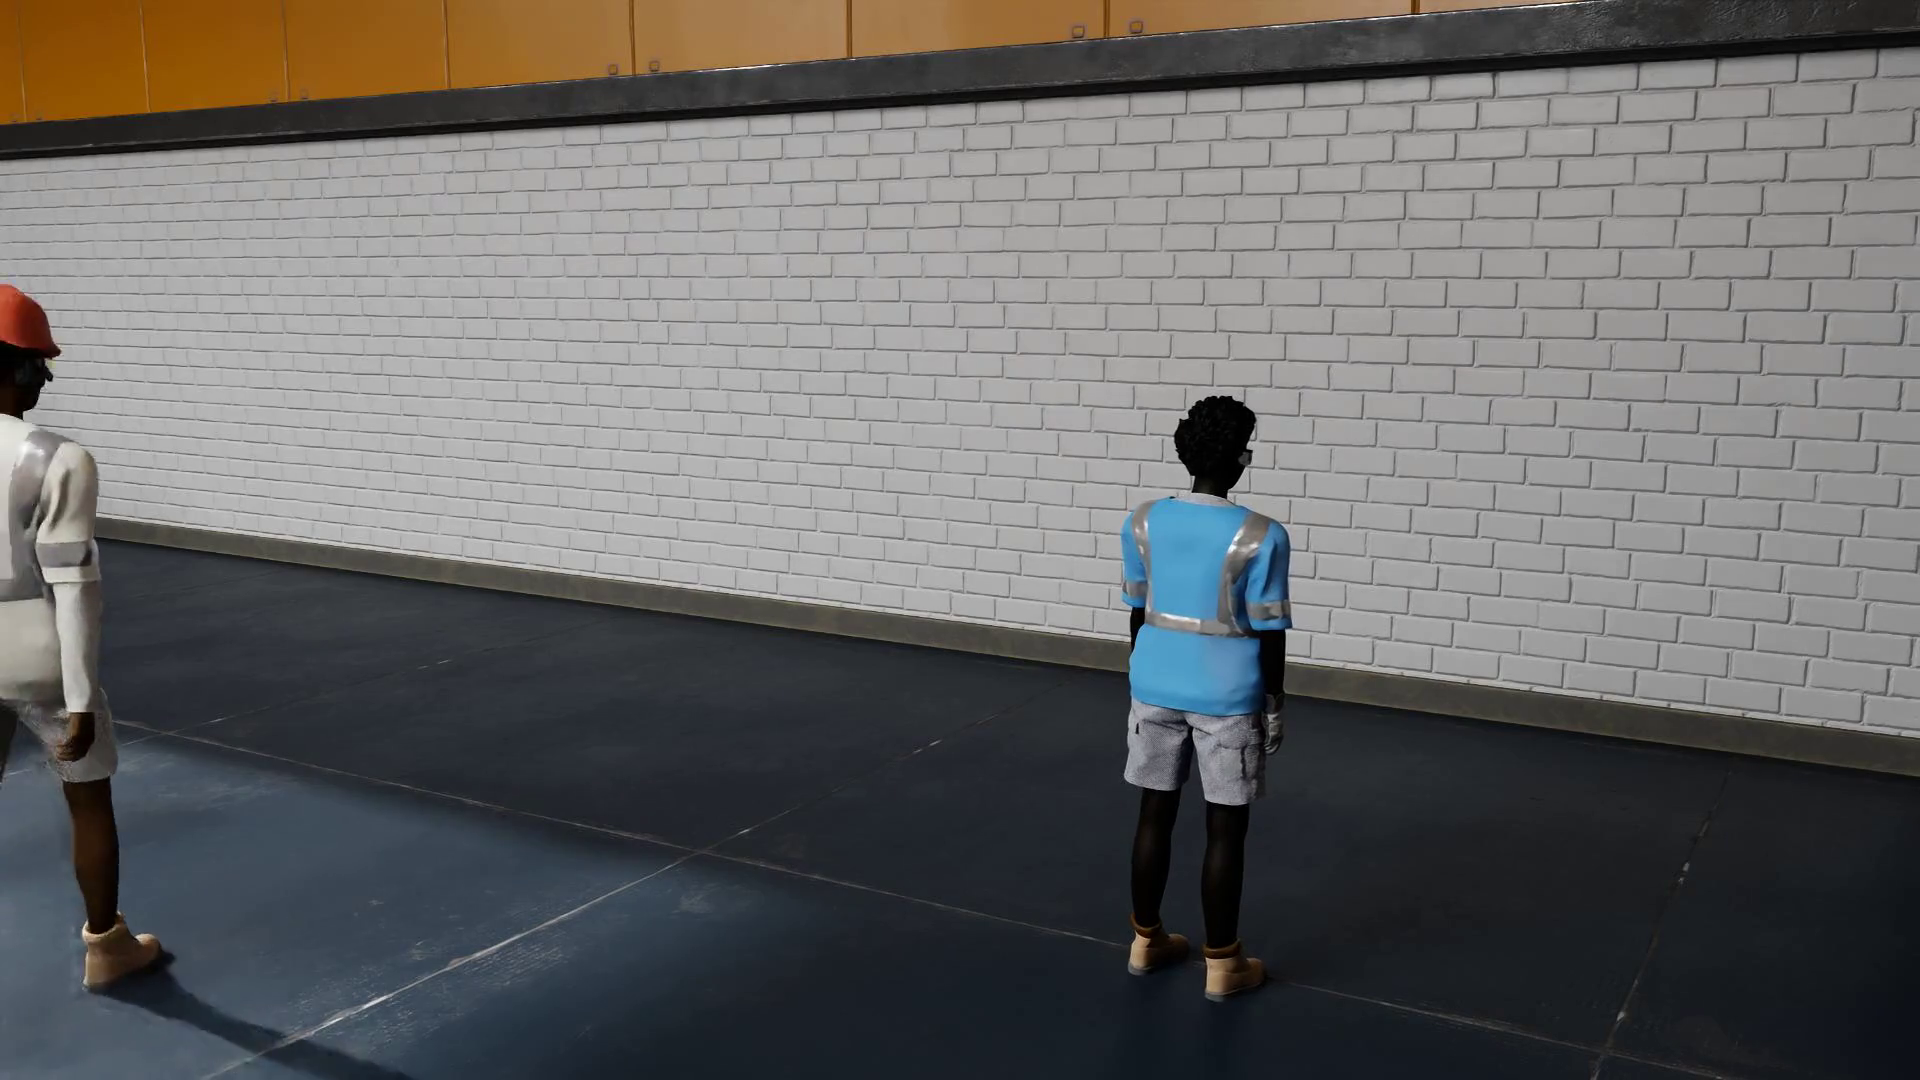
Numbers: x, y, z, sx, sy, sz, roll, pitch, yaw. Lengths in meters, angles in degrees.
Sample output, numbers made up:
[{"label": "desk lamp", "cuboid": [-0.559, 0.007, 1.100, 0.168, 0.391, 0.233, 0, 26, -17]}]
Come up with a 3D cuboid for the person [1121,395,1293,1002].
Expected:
[{"label": "person", "cuboid": [0.684, 0.439, 4.676, 0.530, 1.689, 0.322, 7, 11, 36]}]

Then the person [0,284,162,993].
[{"label": "person", "cuboid": [-2.535, 0.341, 4.341, 0.598, 2.008, 0.959, 1, 9, 5]}]
